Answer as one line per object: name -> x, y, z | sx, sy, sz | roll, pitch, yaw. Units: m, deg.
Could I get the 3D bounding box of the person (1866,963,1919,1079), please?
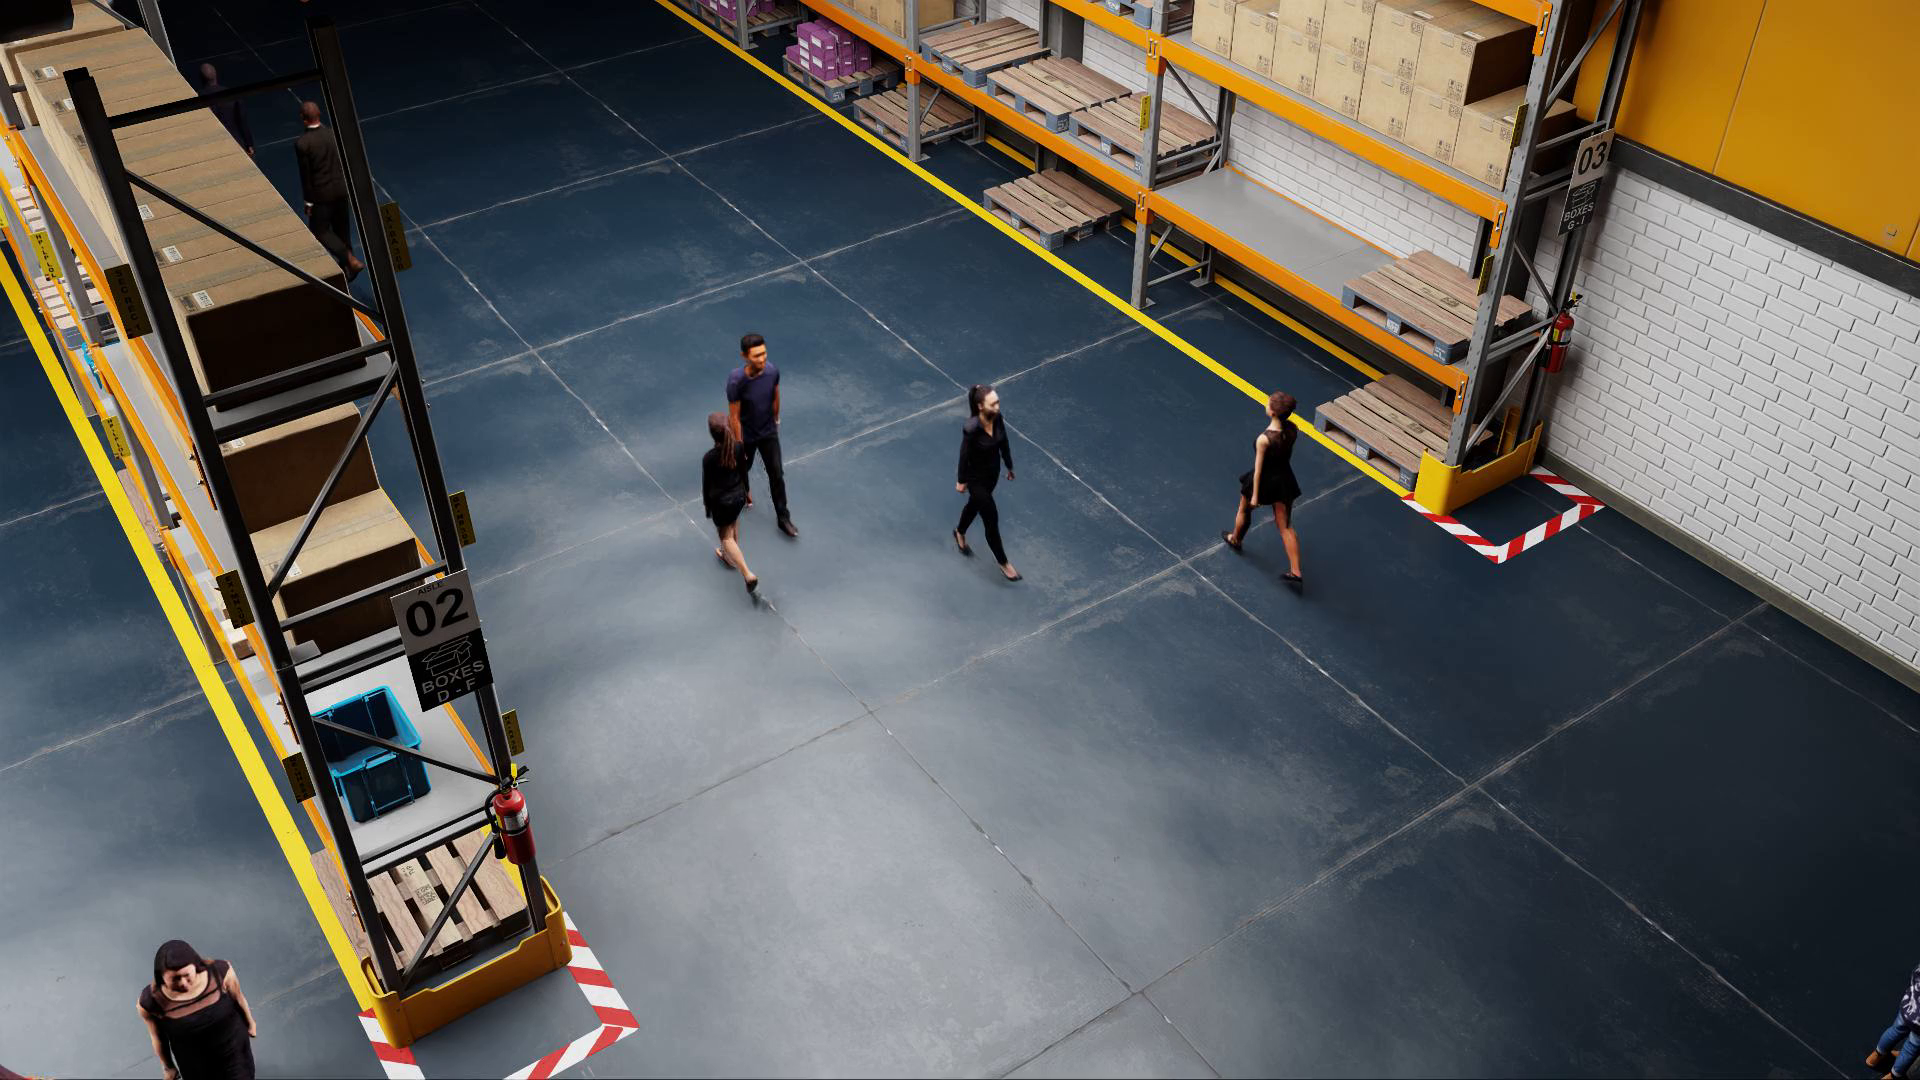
person -> 5.434, 2.633, 9.354 | 0.634, 1.250, 0.545 | -2, 39, -3

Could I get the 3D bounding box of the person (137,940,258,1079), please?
person -> -4.044, 2.686, 8.928 | 0.682, 1.698, 0.907 | -21, 43, -24

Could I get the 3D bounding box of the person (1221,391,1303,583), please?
person -> 2.453, -0.383, 12.823 | 0.611, 1.634, 1.123 | -21, 43, -24

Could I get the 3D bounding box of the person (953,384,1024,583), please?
person -> 0.114, -0.494, 12.937 | 1.079, 1.663, 0.765 | 29, 47, 32

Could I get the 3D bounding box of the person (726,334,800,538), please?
person -> -1.694, -0.905, 13.378 | 0.683, 1.756, 1.135 | -21, 43, -24

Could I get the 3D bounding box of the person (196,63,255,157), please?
person -> -7.601, -4.032, 17.255 | 0.695, 1.804, 0.870 | -23, 44, -26

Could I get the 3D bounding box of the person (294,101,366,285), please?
person -> -6.180, -3.374, 16.363 | 1.031, 1.890, 0.861 | 28, 46, 30

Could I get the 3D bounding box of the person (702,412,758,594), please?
person -> -1.751, -0.284, 12.777 | 0.547, 1.535, 0.952 | -25, 45, -28
